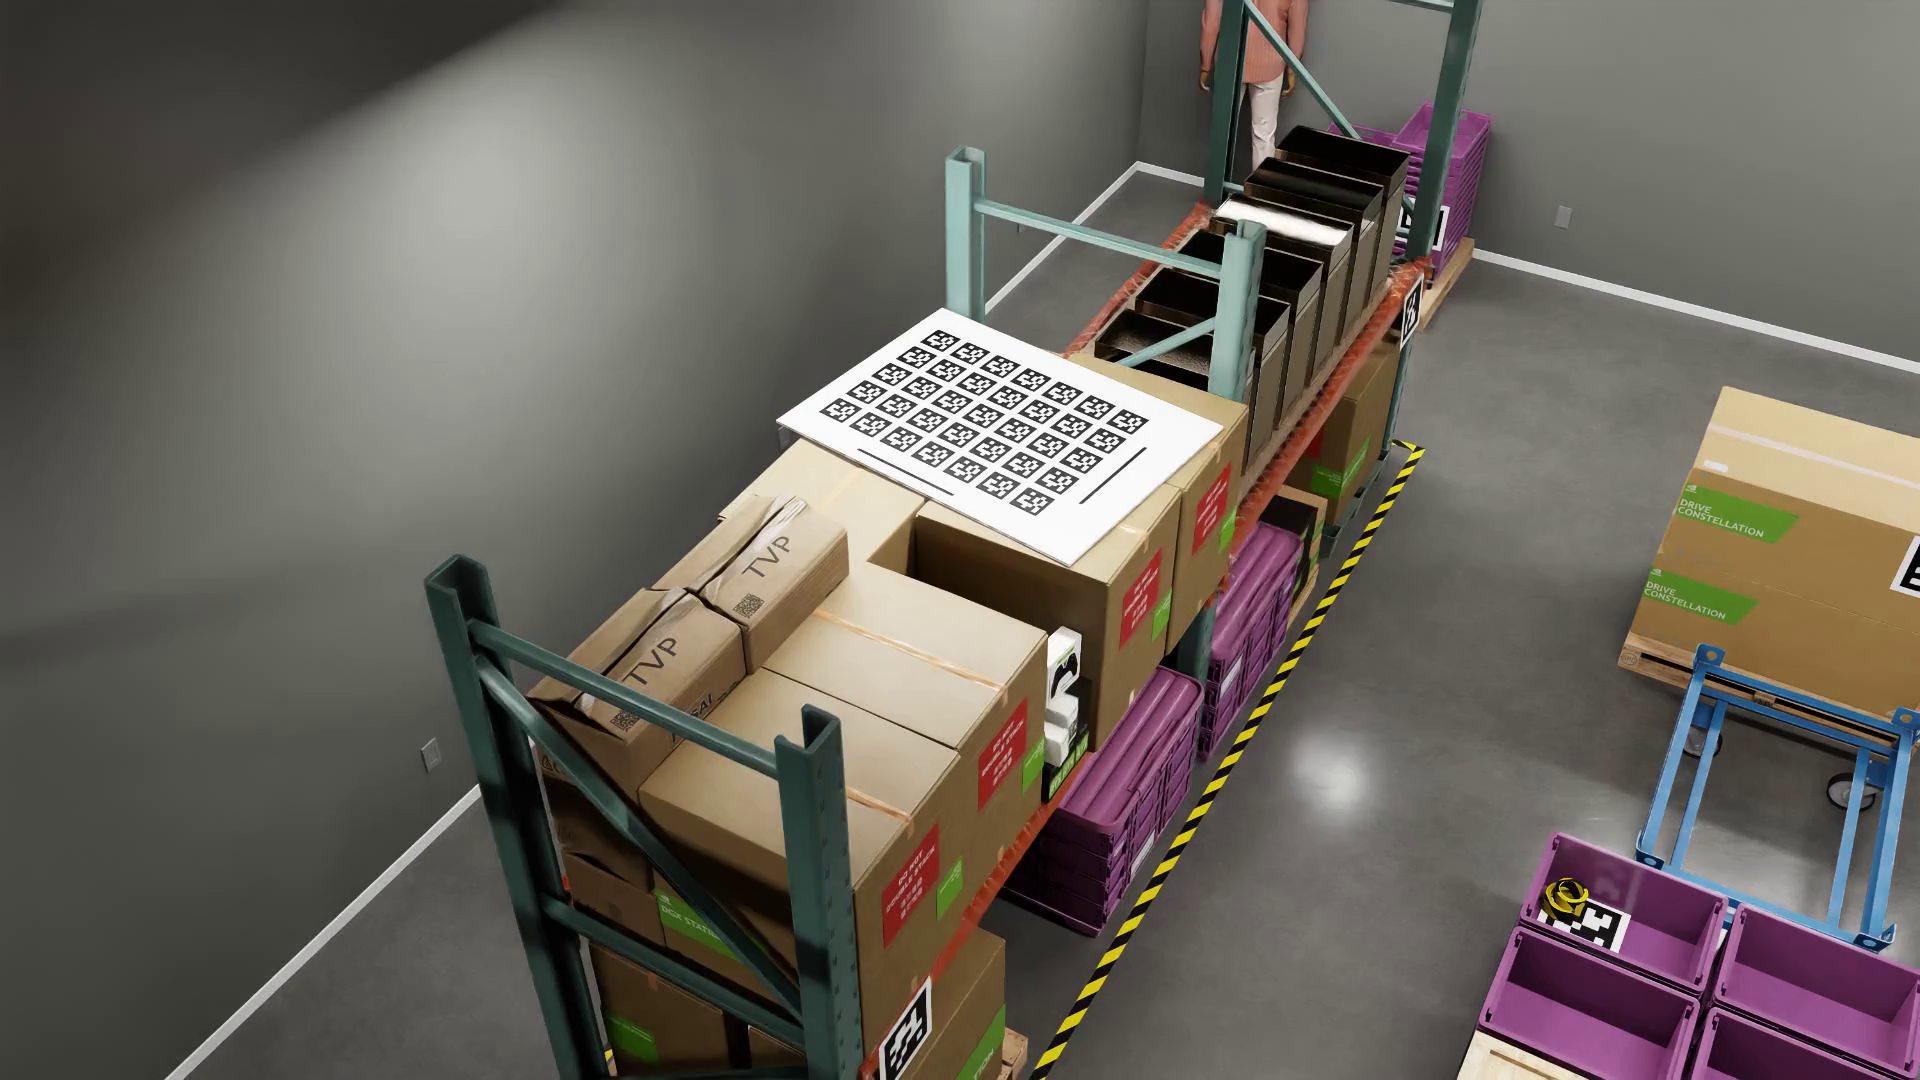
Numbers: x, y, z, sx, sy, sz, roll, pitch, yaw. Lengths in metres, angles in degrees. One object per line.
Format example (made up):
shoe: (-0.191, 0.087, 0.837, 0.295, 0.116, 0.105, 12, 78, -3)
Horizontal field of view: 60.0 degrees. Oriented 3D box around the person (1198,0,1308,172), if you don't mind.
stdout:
person: (1.727, -2.844, 9.943, 0.613, 1.994, 0.395, 5, 40, 6)
